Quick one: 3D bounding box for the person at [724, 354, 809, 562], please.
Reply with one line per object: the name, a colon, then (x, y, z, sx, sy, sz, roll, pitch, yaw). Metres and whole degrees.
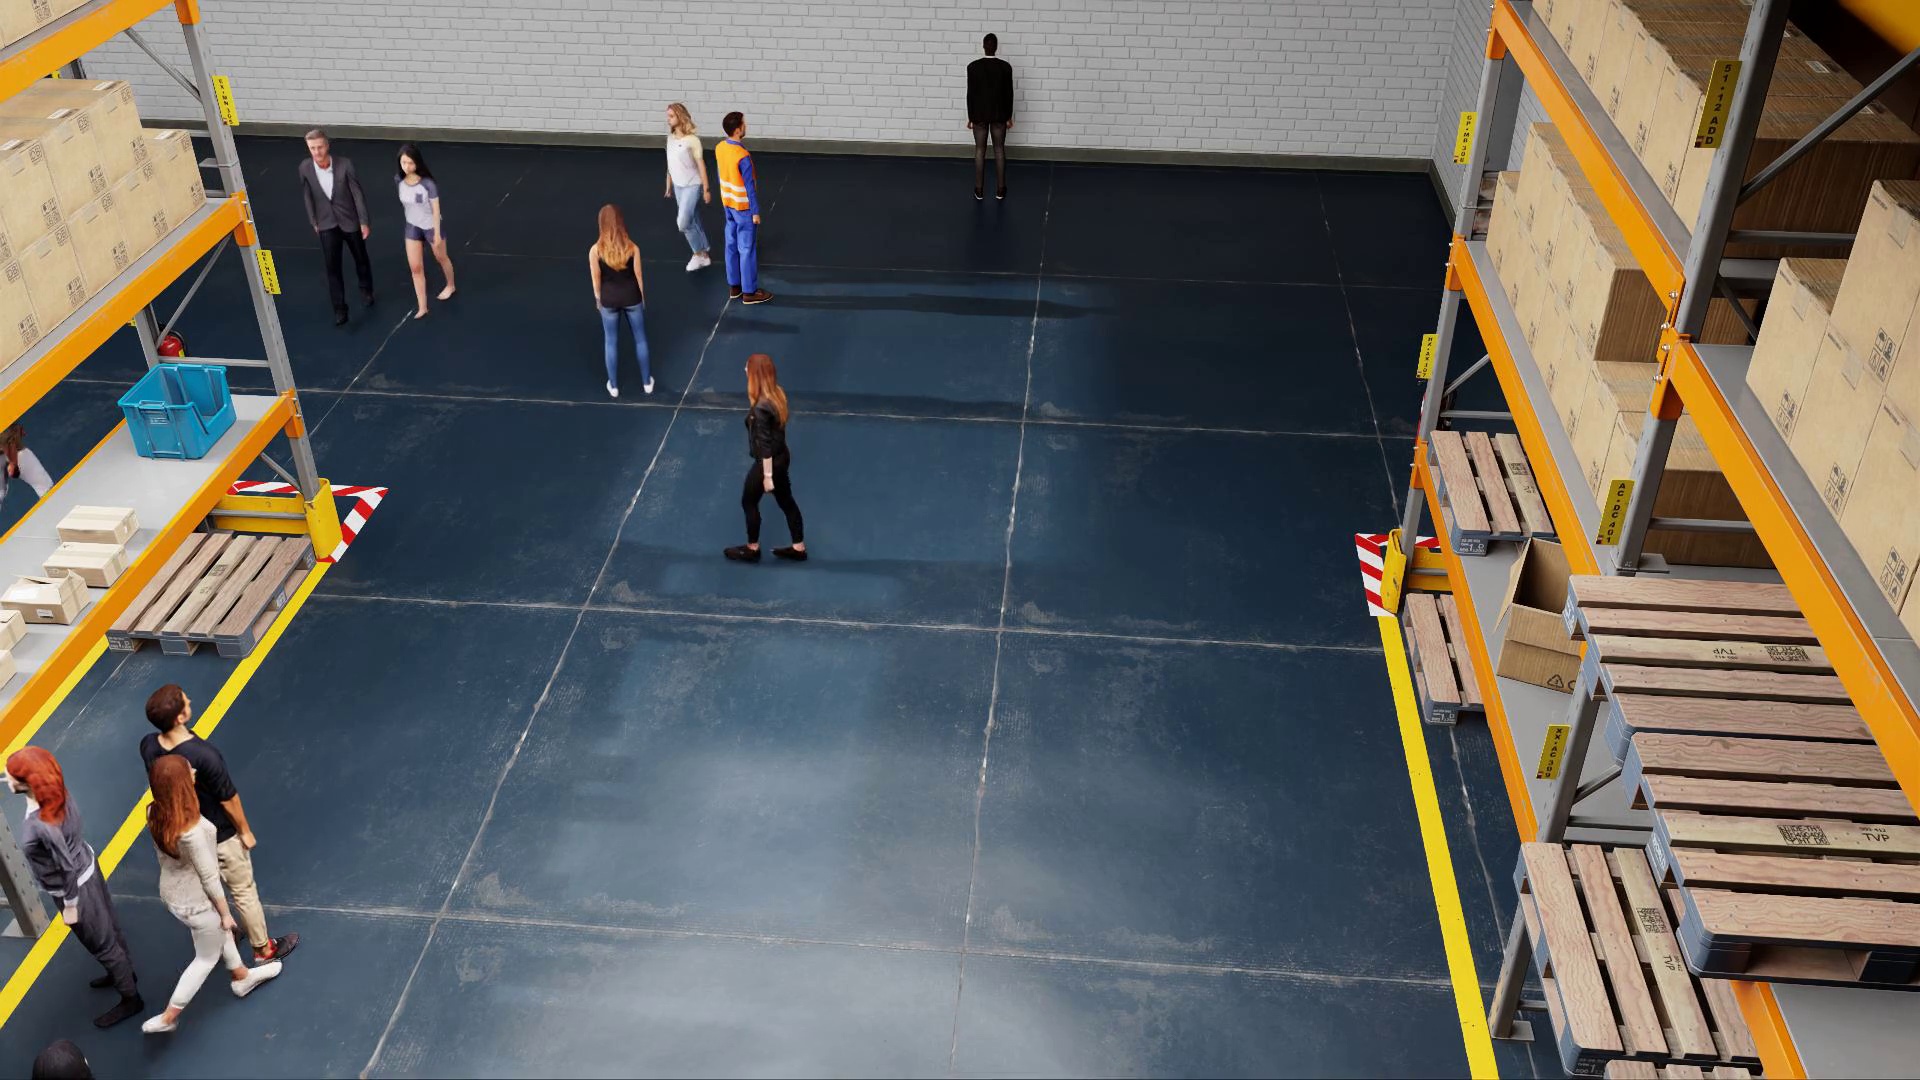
person: (-1.277, -0.550, 12.001, 0.756, 1.694, 0.812, 7, 34, 11)

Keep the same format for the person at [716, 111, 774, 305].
person: (-2.088, -3.155, 15.768, 0.833, 1.864, 0.779, -26, 42, -34)

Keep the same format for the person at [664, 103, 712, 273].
person: (-2.610, -3.492, 16.415, 0.783, 1.708, 0.832, 27, 42, 34)

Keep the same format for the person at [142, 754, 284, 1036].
person: (-3.948, 1.849, 8.409, 0.975, 1.676, 1.106, 21, 39, 29)

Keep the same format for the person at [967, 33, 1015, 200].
person: (0.325, -4.568, 17.951, 0.670, 1.800, 0.579, 0, 34, 0)

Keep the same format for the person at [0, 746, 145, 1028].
person: (-4.506, 1.746, 8.472, 0.714, 1.779, 0.602, -15, 36, -21)

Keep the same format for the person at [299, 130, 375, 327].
person: (-5.790, -2.997, 15.589, 0.983, 1.798, 1.243, -9, 35, -13)

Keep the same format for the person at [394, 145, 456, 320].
person: (-5.020, -2.968, 15.678, 0.654, 1.652, 1.013, 10, 35, 15)

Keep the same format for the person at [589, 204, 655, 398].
person: (-2.896, -2.037, 14.215, 0.633, 1.721, 0.615, -7, 34, -11)

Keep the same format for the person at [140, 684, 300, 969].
person: (-3.955, 1.522, 8.737, 0.673, 1.859, 0.595, 9, 35, 13)
